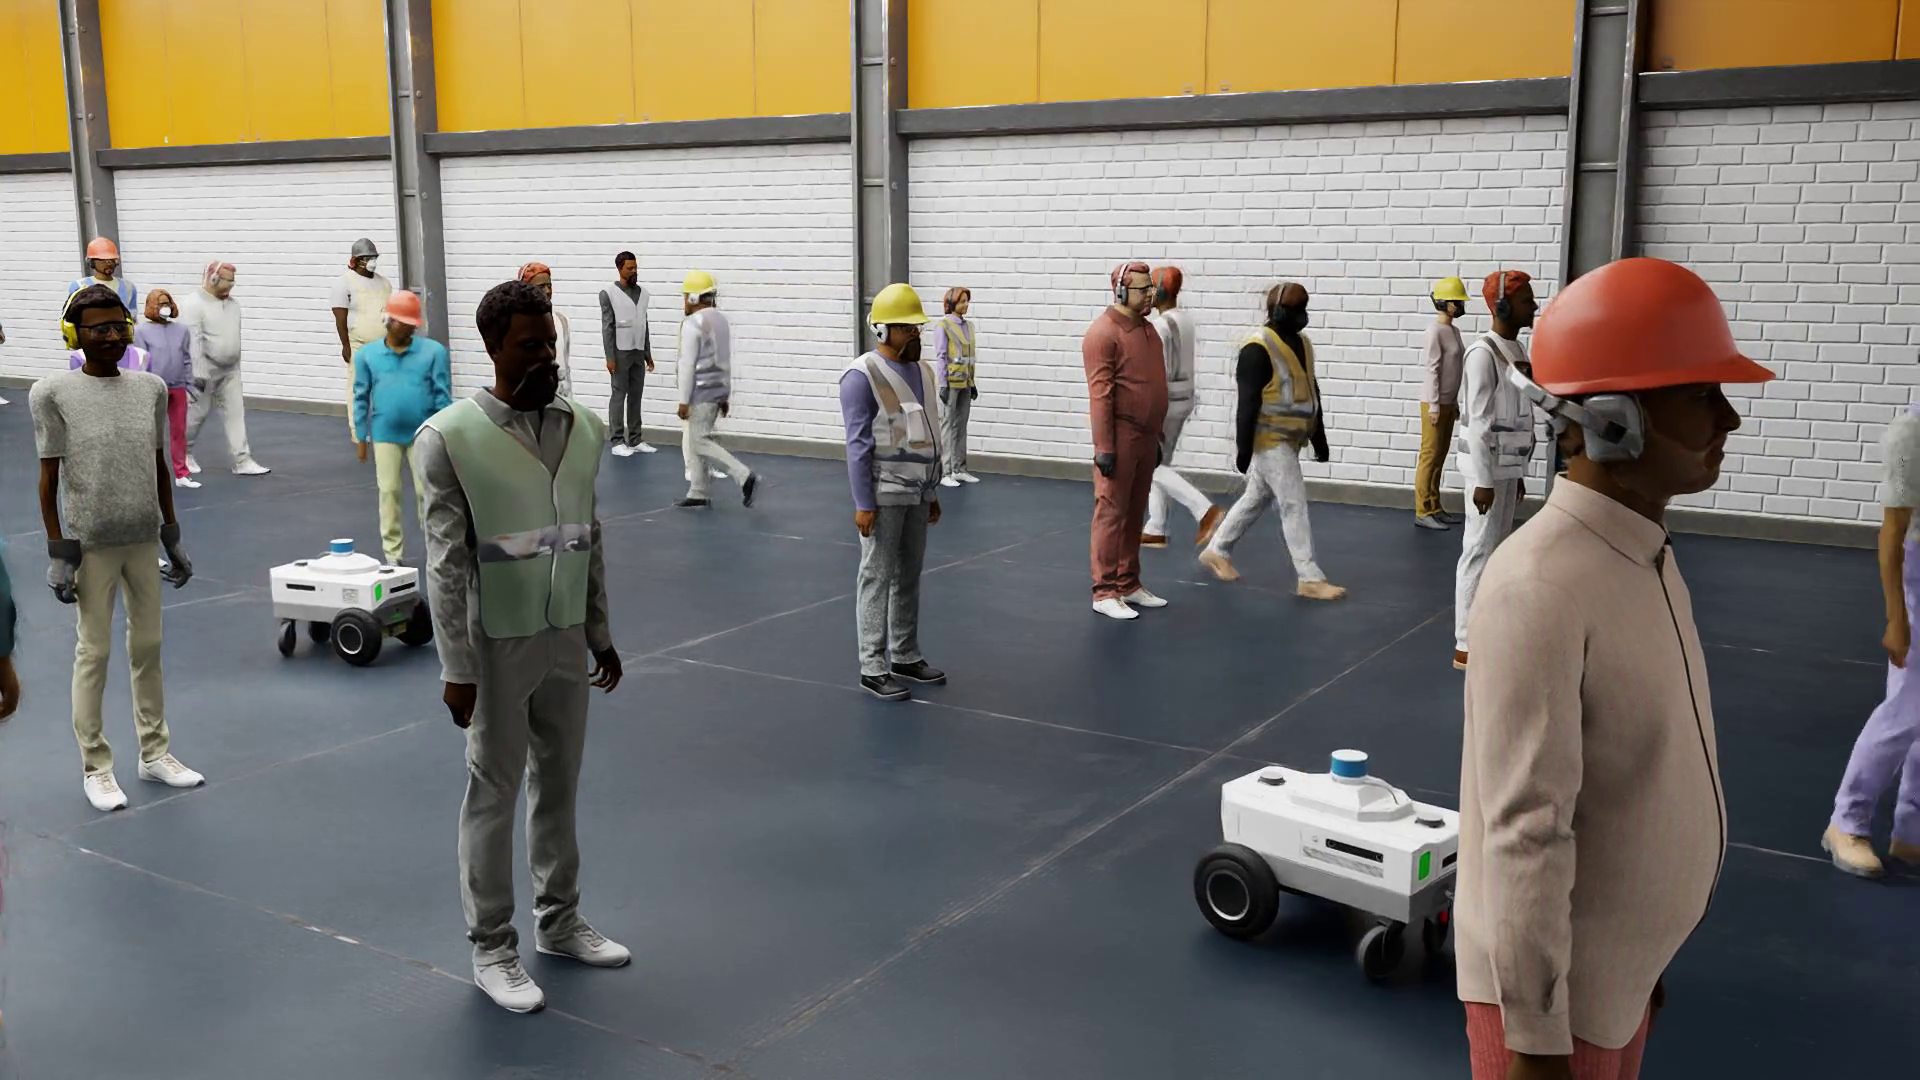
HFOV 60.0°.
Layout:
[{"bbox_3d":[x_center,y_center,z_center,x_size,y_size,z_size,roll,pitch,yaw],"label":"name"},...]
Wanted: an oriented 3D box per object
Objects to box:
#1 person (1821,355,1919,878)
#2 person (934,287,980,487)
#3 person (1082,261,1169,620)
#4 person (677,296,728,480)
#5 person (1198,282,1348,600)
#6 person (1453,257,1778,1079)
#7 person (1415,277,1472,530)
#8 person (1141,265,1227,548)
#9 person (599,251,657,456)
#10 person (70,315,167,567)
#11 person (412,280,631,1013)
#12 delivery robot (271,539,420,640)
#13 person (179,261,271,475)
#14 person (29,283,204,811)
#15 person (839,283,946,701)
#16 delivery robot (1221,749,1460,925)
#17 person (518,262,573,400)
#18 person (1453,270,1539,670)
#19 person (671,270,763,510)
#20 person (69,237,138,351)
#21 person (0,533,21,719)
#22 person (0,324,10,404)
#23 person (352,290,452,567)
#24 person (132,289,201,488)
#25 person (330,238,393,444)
[{"bbox_3d":[3.073,0.188,5.259,0.553,1.812,0.413,-4,11,-22],"label":"person"},{"bbox_3d":[-0.032,-1.266,13.754,0.309,1.641,0.515,6,12,32],"label":"person"},{"bbox_3d":[0.922,-0.540,8.995,0.407,1.908,0.641,6,12,32],"label":"person"},{"bbox_3d":[-2.170,-1.312,14.027,0.279,1.633,0.500,6,12,32],"label":"person"},{"bbox_3d":[1.799,-0.593,9.615,0.981,1.797,0.642,7,13,36],"label":"person"},{"bbox_3d":[0.890,0.608,2.382,0.375,1.997,0.612,6,12,32],"label":"person"},{"bbox_3d":[3.407,-0.960,11.715,0.315,1.768,0.526,6,12,32],"label":"person"},{"bbox_3d":[1.403,-0.837,10.766,0.666,1.864,0.583,6,12,29],"label":"person"},{"bbox_3d":[-3.145,-1.761,15.729,0.391,1.918,0.590,6,12,32],"label":"person"},{"bbox_3d":[-5.137,-0.616,10.153,0.309,1.641,0.515,6,12,32],"label":"person"},{"bbox_3d":[-1.169,0.270,4.473,0.391,1.919,0.590,6,12,32],"label":"person"},{"bbox_3d":[-3.021,0.238,8.171,0.707,0.478,0.477,4,11,21],"label":"delivery robot"},{"bbox_3d":[-6.465,-1.479,14.383,0.952,1.856,0.667,4,11,23],"label":"person"},{"bbox_3d":[-3.031,0.019,5.997,0.328,1.872,0.515,6,12,32],"label":"person"},{"bbox_3d":[-0.274,-0.219,7.418,0.403,1.833,0.591,6,12,32],"label":"person"},{"bbox_3d":[1.114,0.848,4.789,0.707,0.478,0.477,10,14,43],"label":"delivery robot"},{"bbox_3d":[-2.647,-0.799,10.494,0.355,1.883,0.575,6,12,32],"label":"person"},{"bbox_3d":[2.525,-0.315,7.812,0.355,1.884,0.575,6,12,32],"label":"person"},{"bbox_3d":[-1.817,-1.090,12.312,0.732,1.811,0.600,3,11,14],"label":"person"},{"bbox_3d":[-7.681,-1.702,15.053,0.378,2.044,0.608,6,12,32],"label":"person"},{"bbox_3d":[-2.722,0.295,4.157,0.640,1.977,0.464,-7,12,-33],"label":"person"},{"bbox_3d":[-11.996,-2.583,20.405,0.328,1.876,0.515,6,12,32],"label":"person"},{"bbox_3d":[-3.402,-0.661,10.154,0.589,1.727,0.468,-4,11,-19],"label":"person"},{"bbox_3d":[-6.424,-1.210,13.465,0.279,1.633,0.500,6,12,32],"label":"person"},{"bbox_3d":[-5.891,-1.992,16.667,0.537,2.000,0.682,6,12,32],"label":"person"}]
